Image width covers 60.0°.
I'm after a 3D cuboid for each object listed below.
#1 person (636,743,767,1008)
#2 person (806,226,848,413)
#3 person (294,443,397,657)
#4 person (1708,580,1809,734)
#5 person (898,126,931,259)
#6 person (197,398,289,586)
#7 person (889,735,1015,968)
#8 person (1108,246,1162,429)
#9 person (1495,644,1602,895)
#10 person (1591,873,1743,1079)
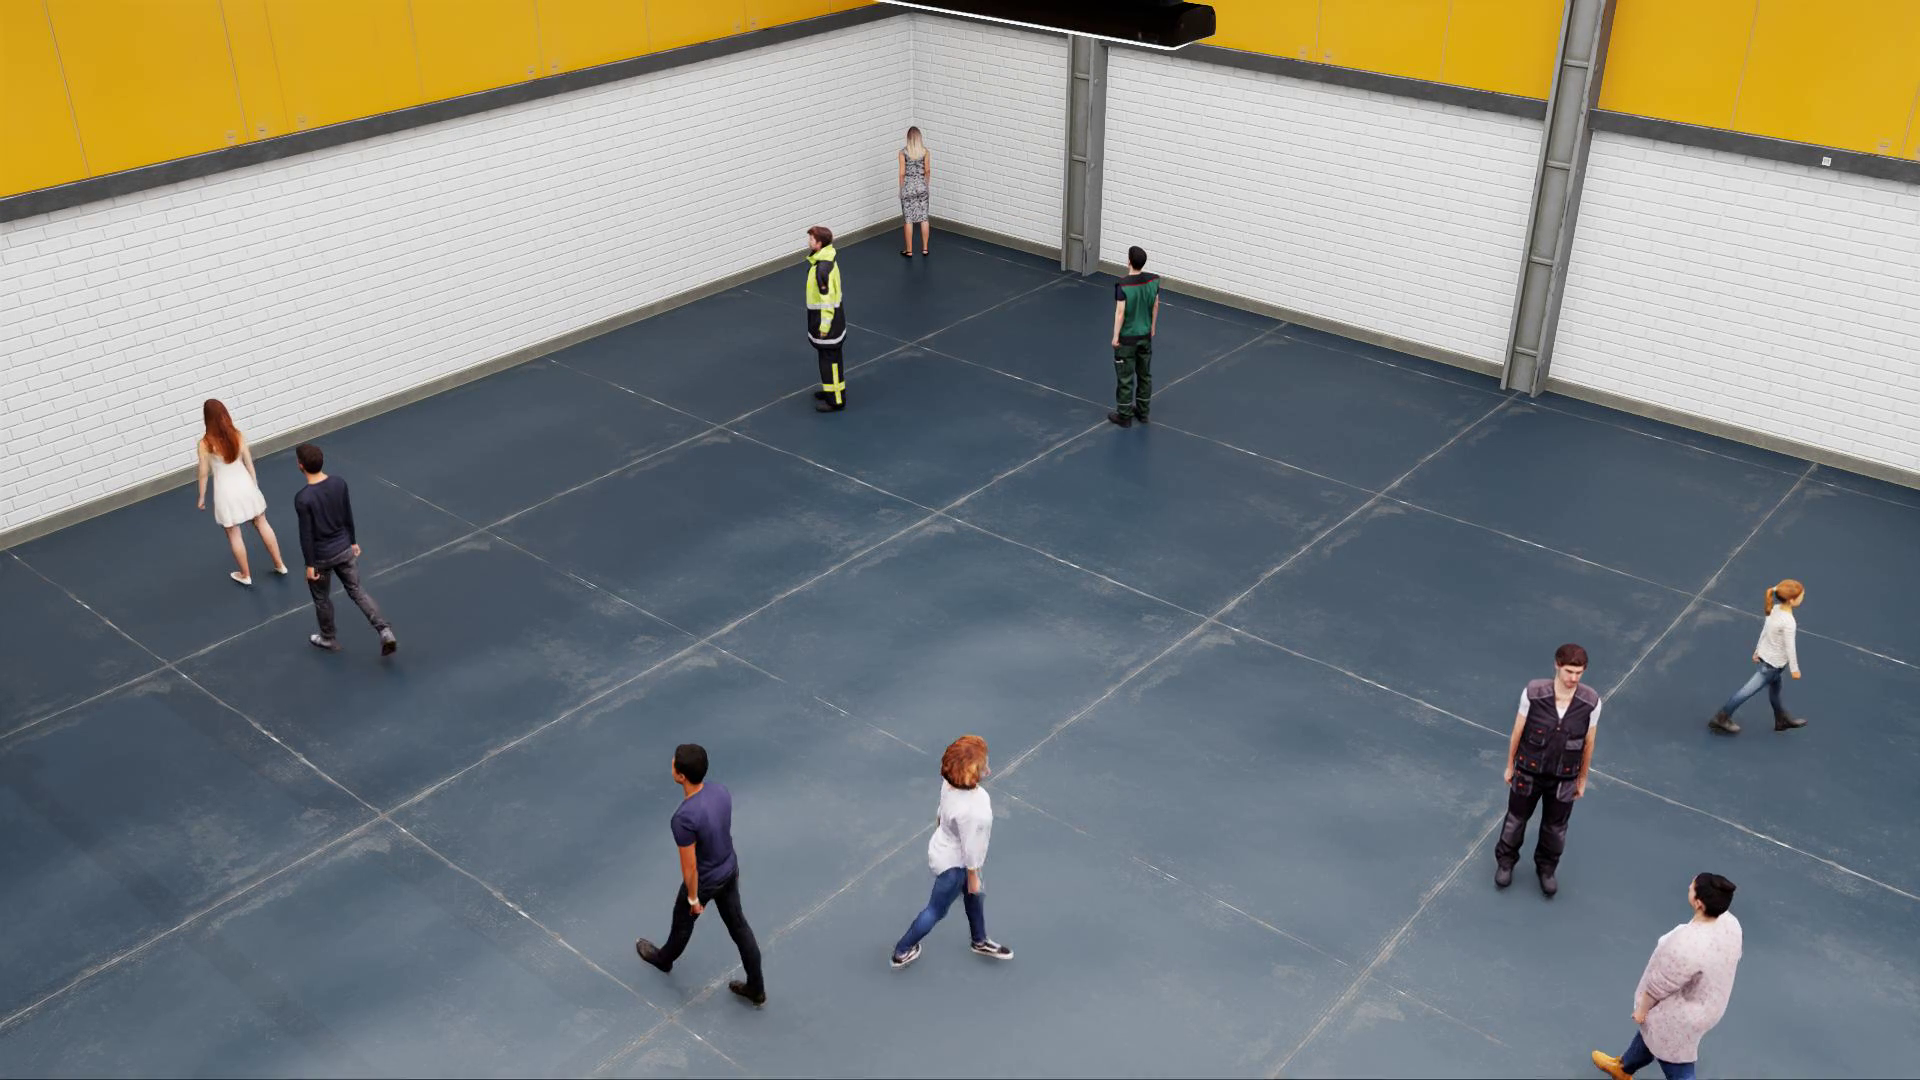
[{"bbox_3d":[-1.377,1.991,9.666,1.152,1.741,0.749,16,33,27],"label":"person"},{"bbox_3d":[-1.387,-2.310,17.300,0.911,1.981,0.861,-2,29,-3],"label":"person"},{"bbox_3d":[-4.843,0.132,12.967,1.161,1.843,0.714,18,34,30],"label":"person"},{"bbox_3d":[5.854,0.894,12.157,0.974,1.281,0.791,4,29,7],"label":"person"},{"bbox_3d":[-0.595,-4.532,21.664,0.646,1.704,0.669,-7,29,-13],"label":"person"},{"bbox_3d":[-6.107,-0.399,14.079,0.689,1.710,0.730,20,34,32],"label":"person"},{"bbox_3d":[-0.118,1.889,9.935,1.101,1.662,0.988,-2,29,-4],"label":"person"},{"bbox_3d":[1.779,-2.082,16.965,0.754,1.900,0.713,-15,32,-25],"label":"person"},{"bbox_3d":[3.729,1.442,10.566,0.676,1.843,0.800,8,30,14],"label":"person"},{"bbox_3d":[3.866,2.510,8.755,0.893,1.703,1.169,-17,33,-28],"label":"person"}]
